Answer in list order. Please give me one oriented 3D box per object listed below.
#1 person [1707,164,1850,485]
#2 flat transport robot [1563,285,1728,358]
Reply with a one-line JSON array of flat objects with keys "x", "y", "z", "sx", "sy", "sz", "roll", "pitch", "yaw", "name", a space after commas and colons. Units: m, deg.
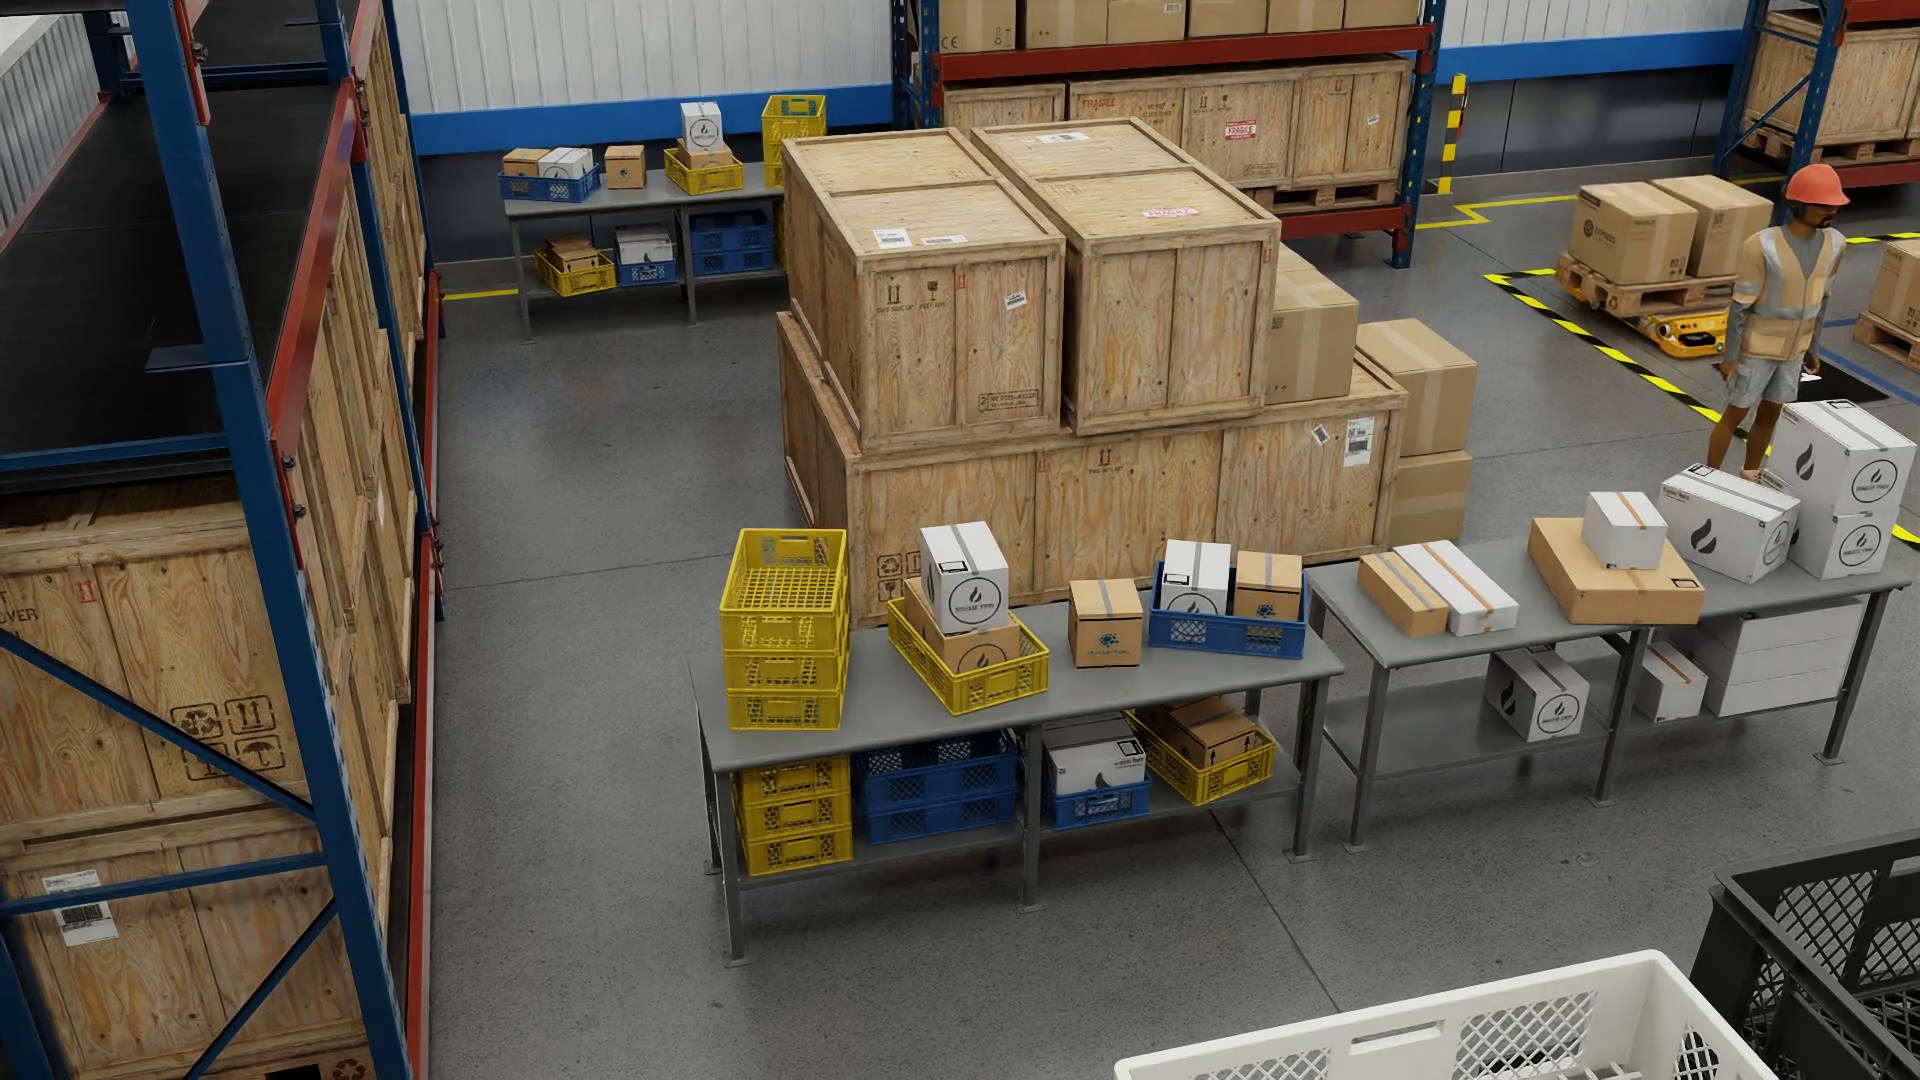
[{"x": 4.522, "y": -1.076, "z": 9.228, "sx": 0.613, "sy": 2.047, "sz": 0.356, "roll": -6, "pitch": 29, "yaw": -11, "name": "person"}, {"x": 5.127, "y": -1.714, "z": 12.199, "sx": 0.652, "sy": 0.197, "sz": 1.431, "roll": -7, "pitch": 30, "yaw": -13, "name": "flat transport robot"}]
